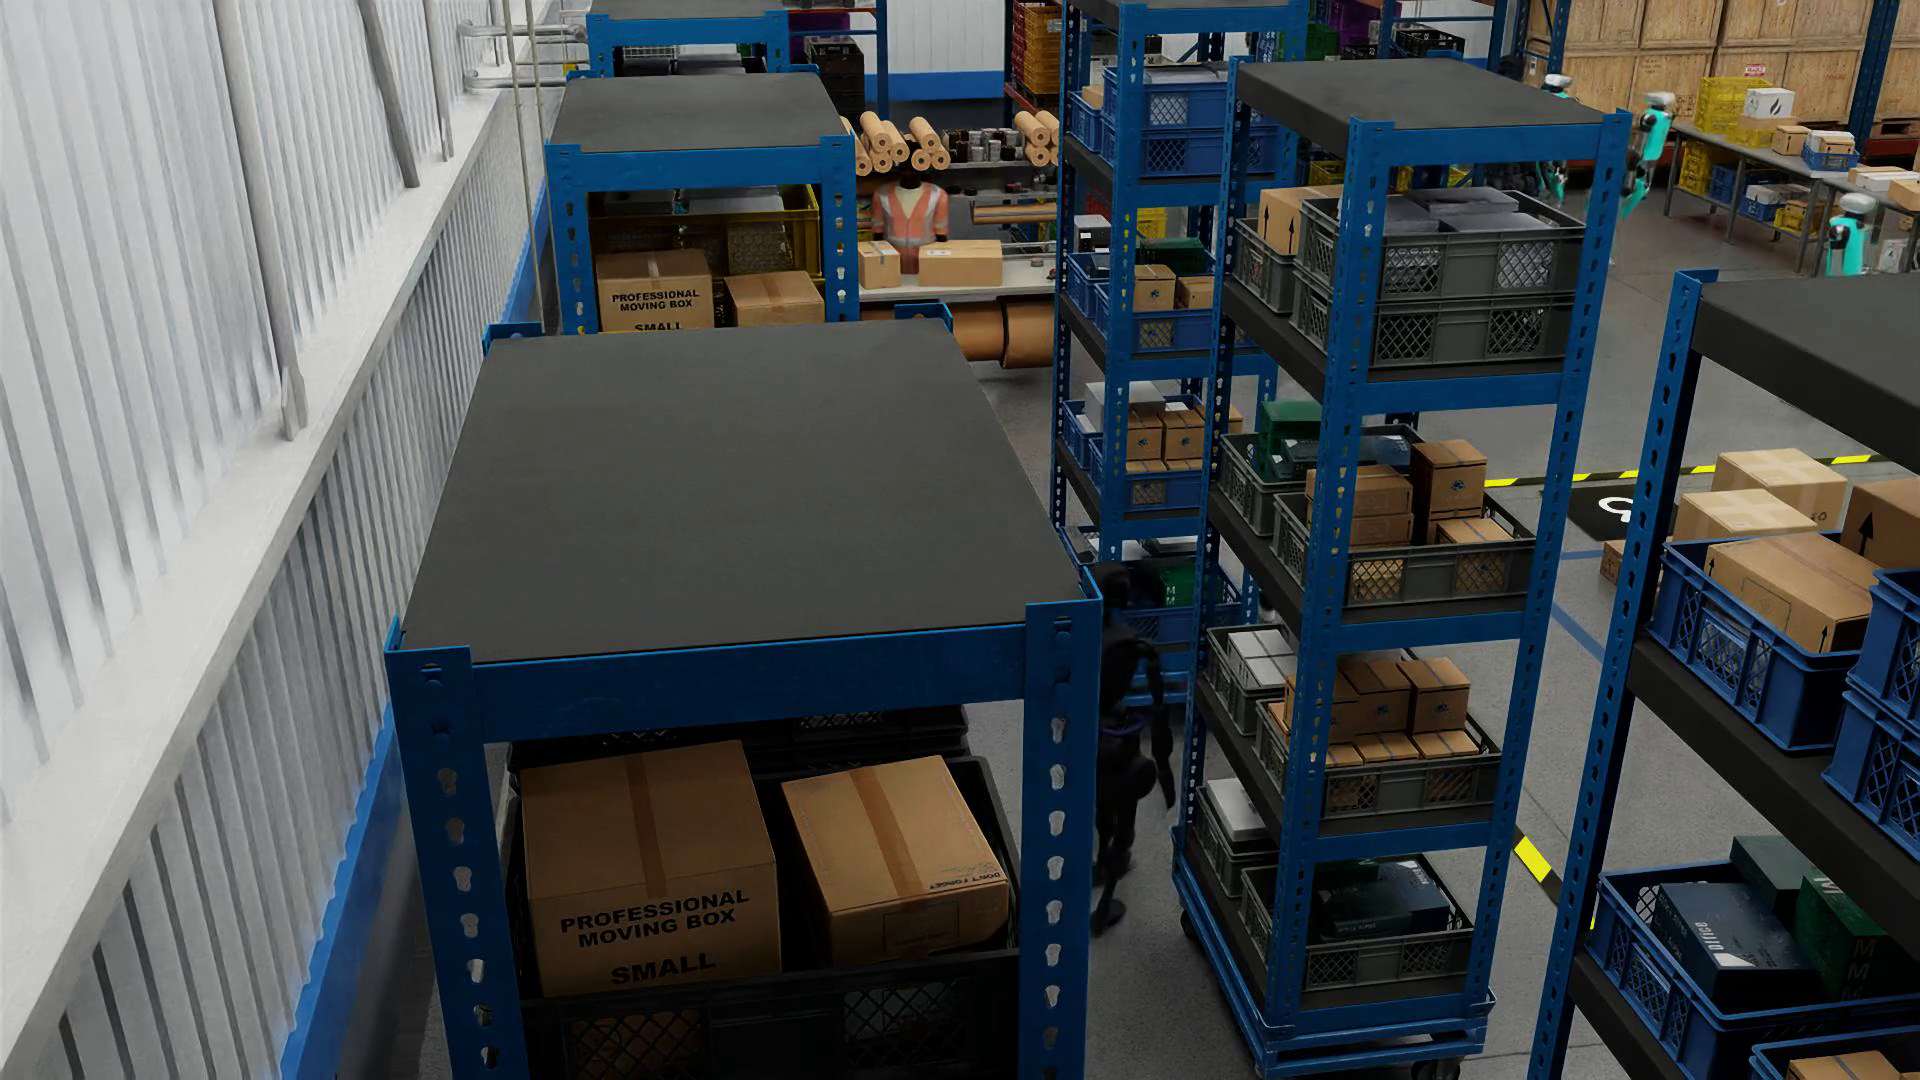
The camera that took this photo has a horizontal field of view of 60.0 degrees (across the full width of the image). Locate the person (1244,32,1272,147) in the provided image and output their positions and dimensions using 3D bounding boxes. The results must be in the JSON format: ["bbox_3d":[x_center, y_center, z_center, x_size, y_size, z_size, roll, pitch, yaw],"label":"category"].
[{"bbox_3d":[3.377,-5.011,19.260,0.337,1.880,0.583,16,29,31],"label":"person"}]

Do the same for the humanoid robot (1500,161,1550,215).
[{"bbox_3d":[5.605,-3.626,16.493,0.610,1.653,0.327,-13,28,-26],"label":"humanoid robot"}]

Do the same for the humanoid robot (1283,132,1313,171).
[{"bbox_3d":[3.676,-4.417,18.266,0.563,1.611,0.609,-7,26,-15],"label":"humanoid robot"}]

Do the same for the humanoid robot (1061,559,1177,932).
[{"bbox_3d":[0.662,0.815,6.832,0.599,1.643,0.467,22,32,39],"label":"humanoid robot"}]

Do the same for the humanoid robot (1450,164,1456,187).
[{"bbox_3d":[5.269,-4.263,17.806,0.592,1.758,0.858,-14,28,-28],"label":"humanoid robot"}]

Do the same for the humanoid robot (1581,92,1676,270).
[{"bbox_3d":[6.347,-3.404,16.027,0.540,1.852,0.776,-22,33,-40],"label":"humanoid robot"}]

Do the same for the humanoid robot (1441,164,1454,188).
[{"bbox_3d":[4.853,-3.857,16.970,0.531,1.771,1.015,-3,25,-7],"label":"humanoid robot"}]

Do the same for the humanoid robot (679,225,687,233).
[{"bbox_3d":[-2.159,-1.479,11.716,0.543,1.760,0.674,10,27,21],"label":"humanoid robot"}]

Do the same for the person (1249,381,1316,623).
[{"bbox_3d":[1.863,-0.251,8.997,0.598,1.813,0.915,-4,25,-8],"label":"person"}]

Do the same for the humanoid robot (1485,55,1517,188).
[{"bbox_3d":[5.933,-4.514,18.422,0.327,1.655,0.598,22,33,39],"label":"humanoid robot"}]

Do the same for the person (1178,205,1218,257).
[{"bbox_3d":[2.256,-3.383,15.776,0.430,1.838,0.620,-22,32,-39],"label":"person"}]

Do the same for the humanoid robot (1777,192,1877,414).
[{"bbox_3d":[6.523,-1.607,12.009,0.969,1.728,0.540,19,31,35],"label":"humanoid robot"}]

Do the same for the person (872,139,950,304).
[{"bbox_3d":[-0.380,-2.132,12.914,0.602,1.957,0.364,2,25,5],"label":"person"}]

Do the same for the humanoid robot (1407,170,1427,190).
[{"bbox_3d":[3.976,-2.606,14.340,0.811,1.630,0.601,-5,25,-11],"label":"humanoid robot"}]

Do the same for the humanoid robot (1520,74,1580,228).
[{"bbox_3d":[6.001,-3.819,16.814,0.677,1.783,0.546,-21,32,-38],"label":"humanoid robot"}]
